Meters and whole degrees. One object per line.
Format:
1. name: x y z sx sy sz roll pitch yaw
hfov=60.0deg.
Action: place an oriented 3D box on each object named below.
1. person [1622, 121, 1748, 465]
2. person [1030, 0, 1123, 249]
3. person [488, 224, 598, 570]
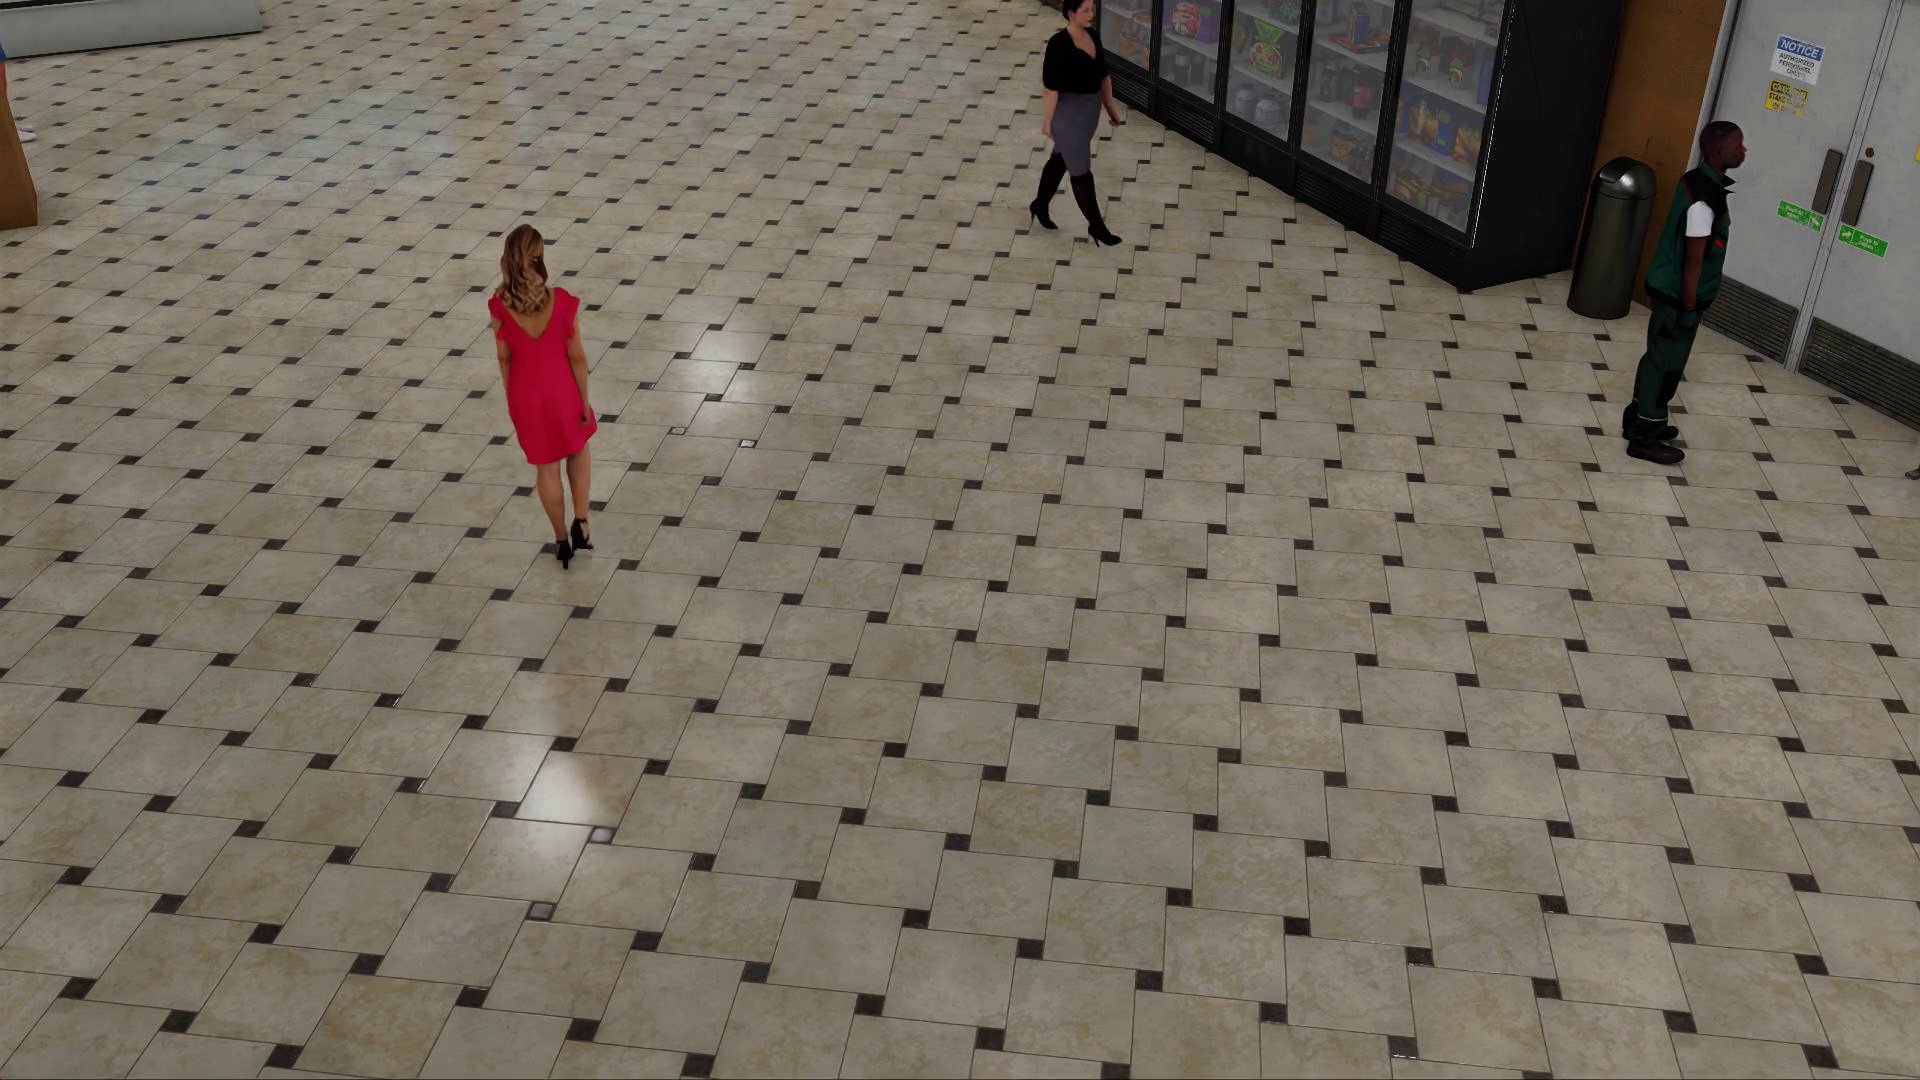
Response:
1. person: 3.793 -1.303 8.746 0.828 1.839 0.783 8 33 13
2. person: 0.693 -2.884 11.407 1.047 1.713 1.127 21 38 30
3. person: -1.935 -0.603 7.737 0.610 1.718 0.692 -5 32 -8
